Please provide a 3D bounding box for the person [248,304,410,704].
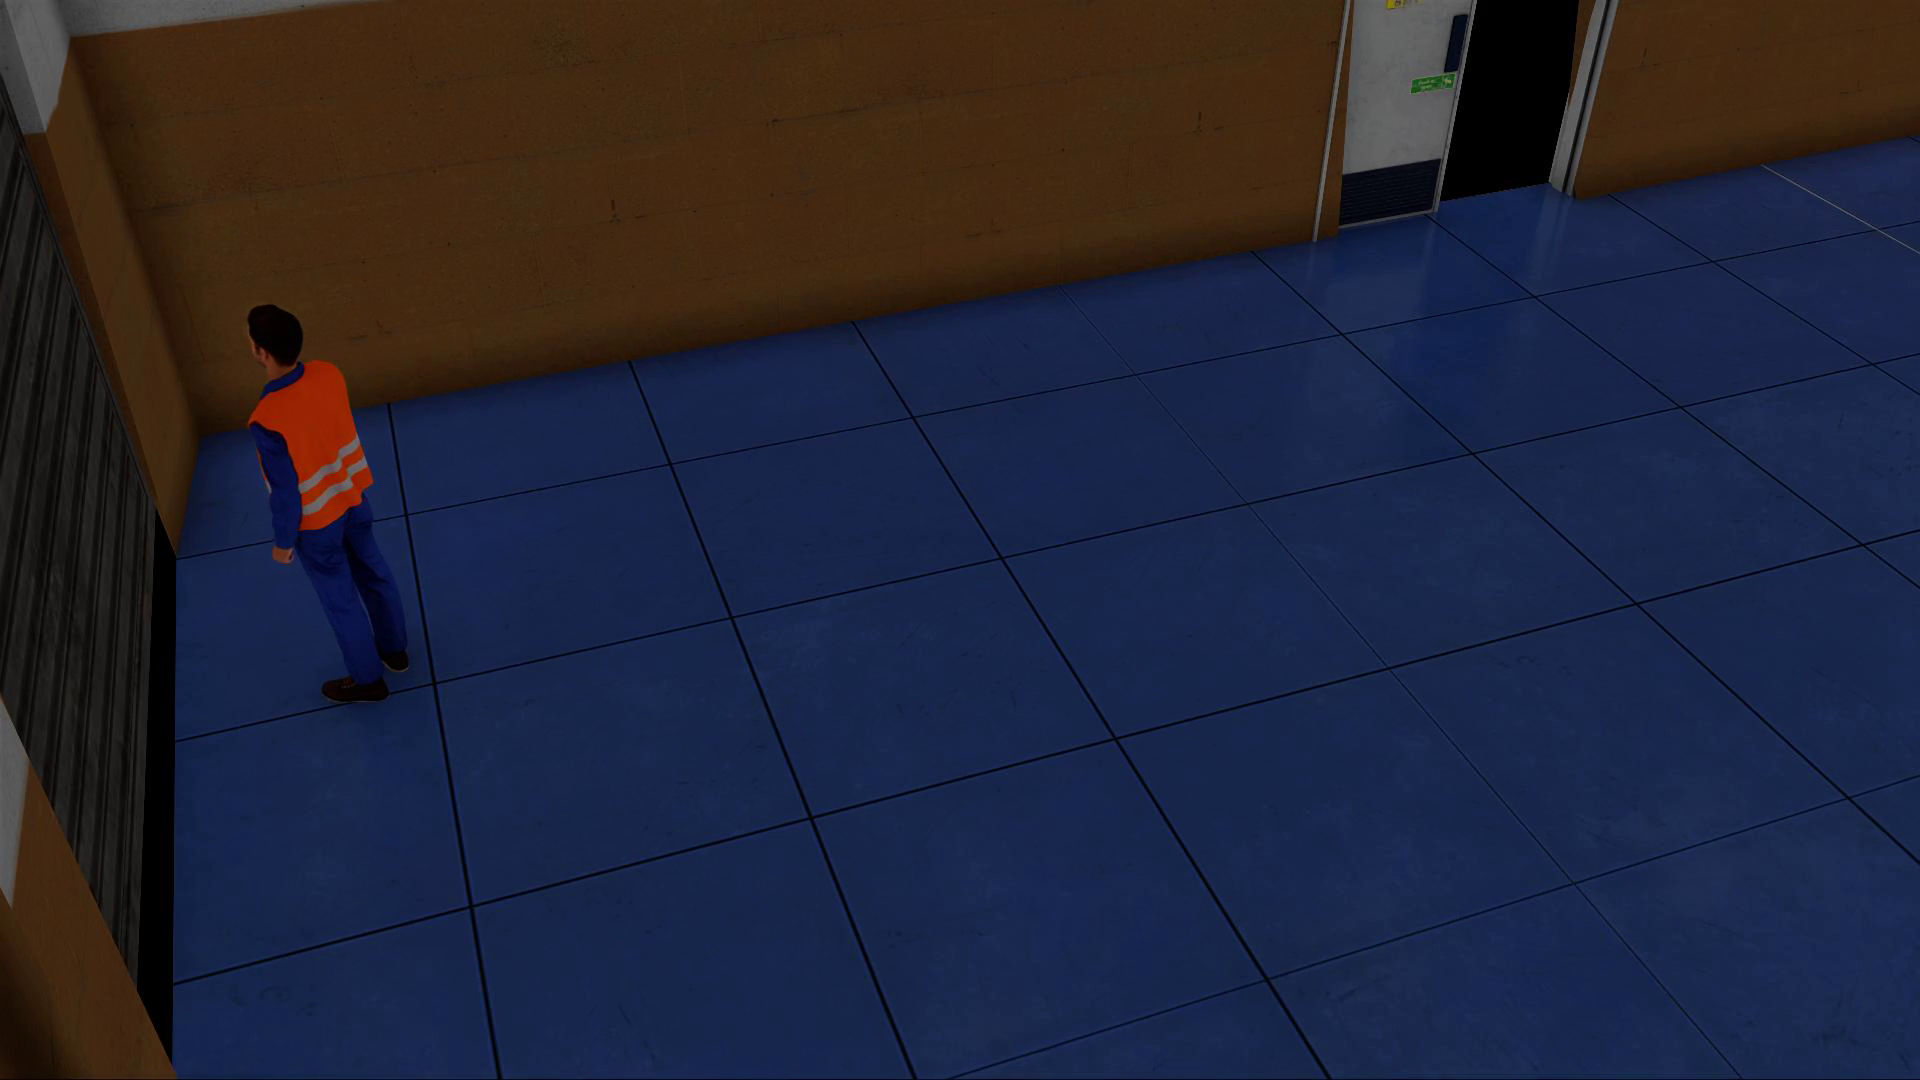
[{"bbox_3d":[-2.581,-0.123,6.761,0.848,1.863,0.758,10,38,14],"label":"person"}]
